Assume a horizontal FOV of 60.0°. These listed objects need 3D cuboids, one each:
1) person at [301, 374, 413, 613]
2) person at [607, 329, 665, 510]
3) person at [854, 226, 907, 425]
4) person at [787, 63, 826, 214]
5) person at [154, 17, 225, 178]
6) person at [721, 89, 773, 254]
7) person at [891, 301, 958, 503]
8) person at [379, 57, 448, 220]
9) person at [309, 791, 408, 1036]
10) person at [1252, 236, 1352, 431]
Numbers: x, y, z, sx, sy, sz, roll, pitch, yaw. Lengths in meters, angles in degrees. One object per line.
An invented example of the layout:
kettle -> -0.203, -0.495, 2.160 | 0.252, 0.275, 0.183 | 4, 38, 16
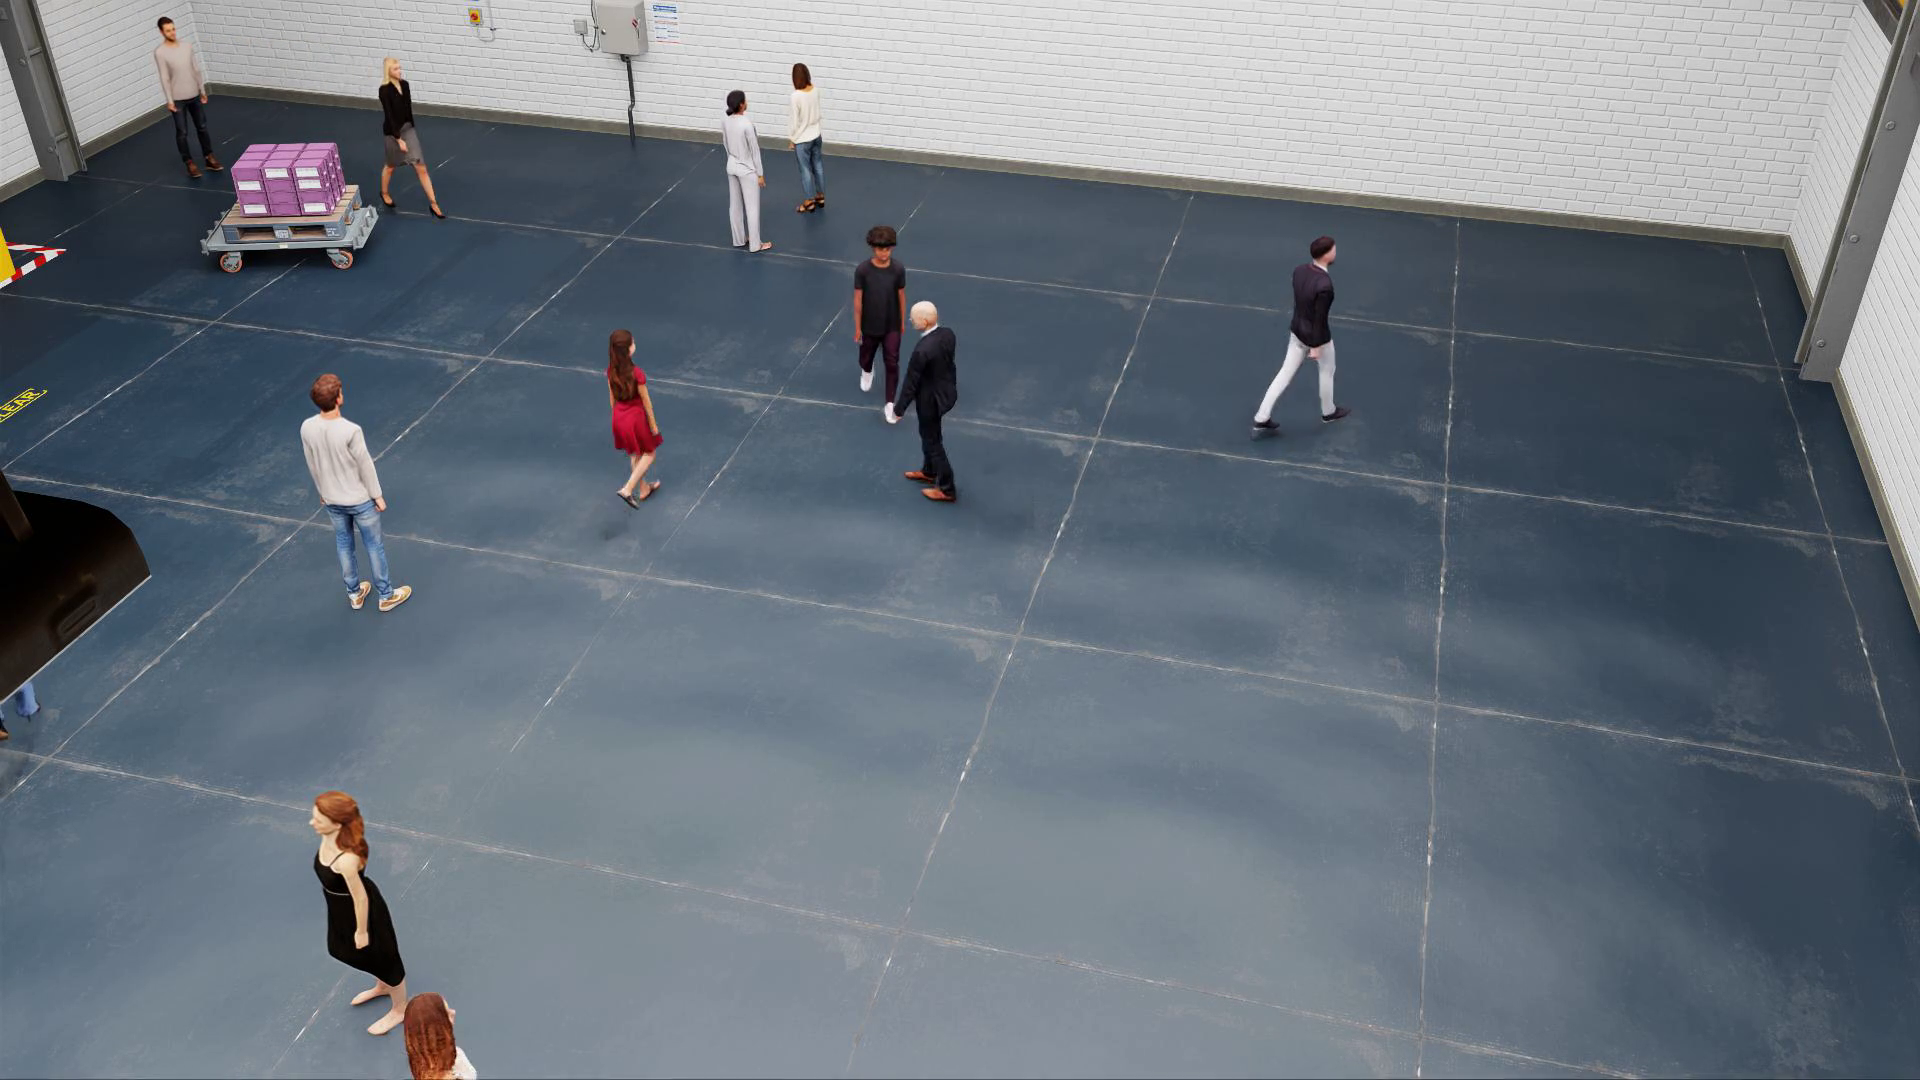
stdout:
person -> -4.442, -0.327, 12.088 | 0.671, 1.902, 0.561 | 6, 34, 10
person -> -2.654, -0.934, 13.326 | 0.645, 1.543, 0.848 | 15, 37, 22
person -> -0.722, -1.952, 14.661 | 0.875, 1.760, 1.125 | -3, 34, -4
person -> -1.706, -4.490, 18.552 | 0.755, 1.680, 0.615 | 23, 40, 31
person -> -9.073, -5.192, 19.443 | 0.778, 1.863, 0.631 | 24, 41, 32
person -> -2.302, -3.924, 17.650 | 0.703, 1.735, 0.682 | 24, 40, 31
person -> -0.157, -1.074, 13.327 | 0.870, 1.776, 0.818 | 17, 37, 24
person -> -6.231, -4.396, 18.311 | 0.848, 1.791, 1.170 | 15, 36, 21
person -> -3.206, 1.971, 8.882 | 0.725, 1.624, 0.670 | -20, 38, -27
person -> 2.903, -1.711, 14.270 | 1.231, 1.792, 1.236 | -13, 36, -19
